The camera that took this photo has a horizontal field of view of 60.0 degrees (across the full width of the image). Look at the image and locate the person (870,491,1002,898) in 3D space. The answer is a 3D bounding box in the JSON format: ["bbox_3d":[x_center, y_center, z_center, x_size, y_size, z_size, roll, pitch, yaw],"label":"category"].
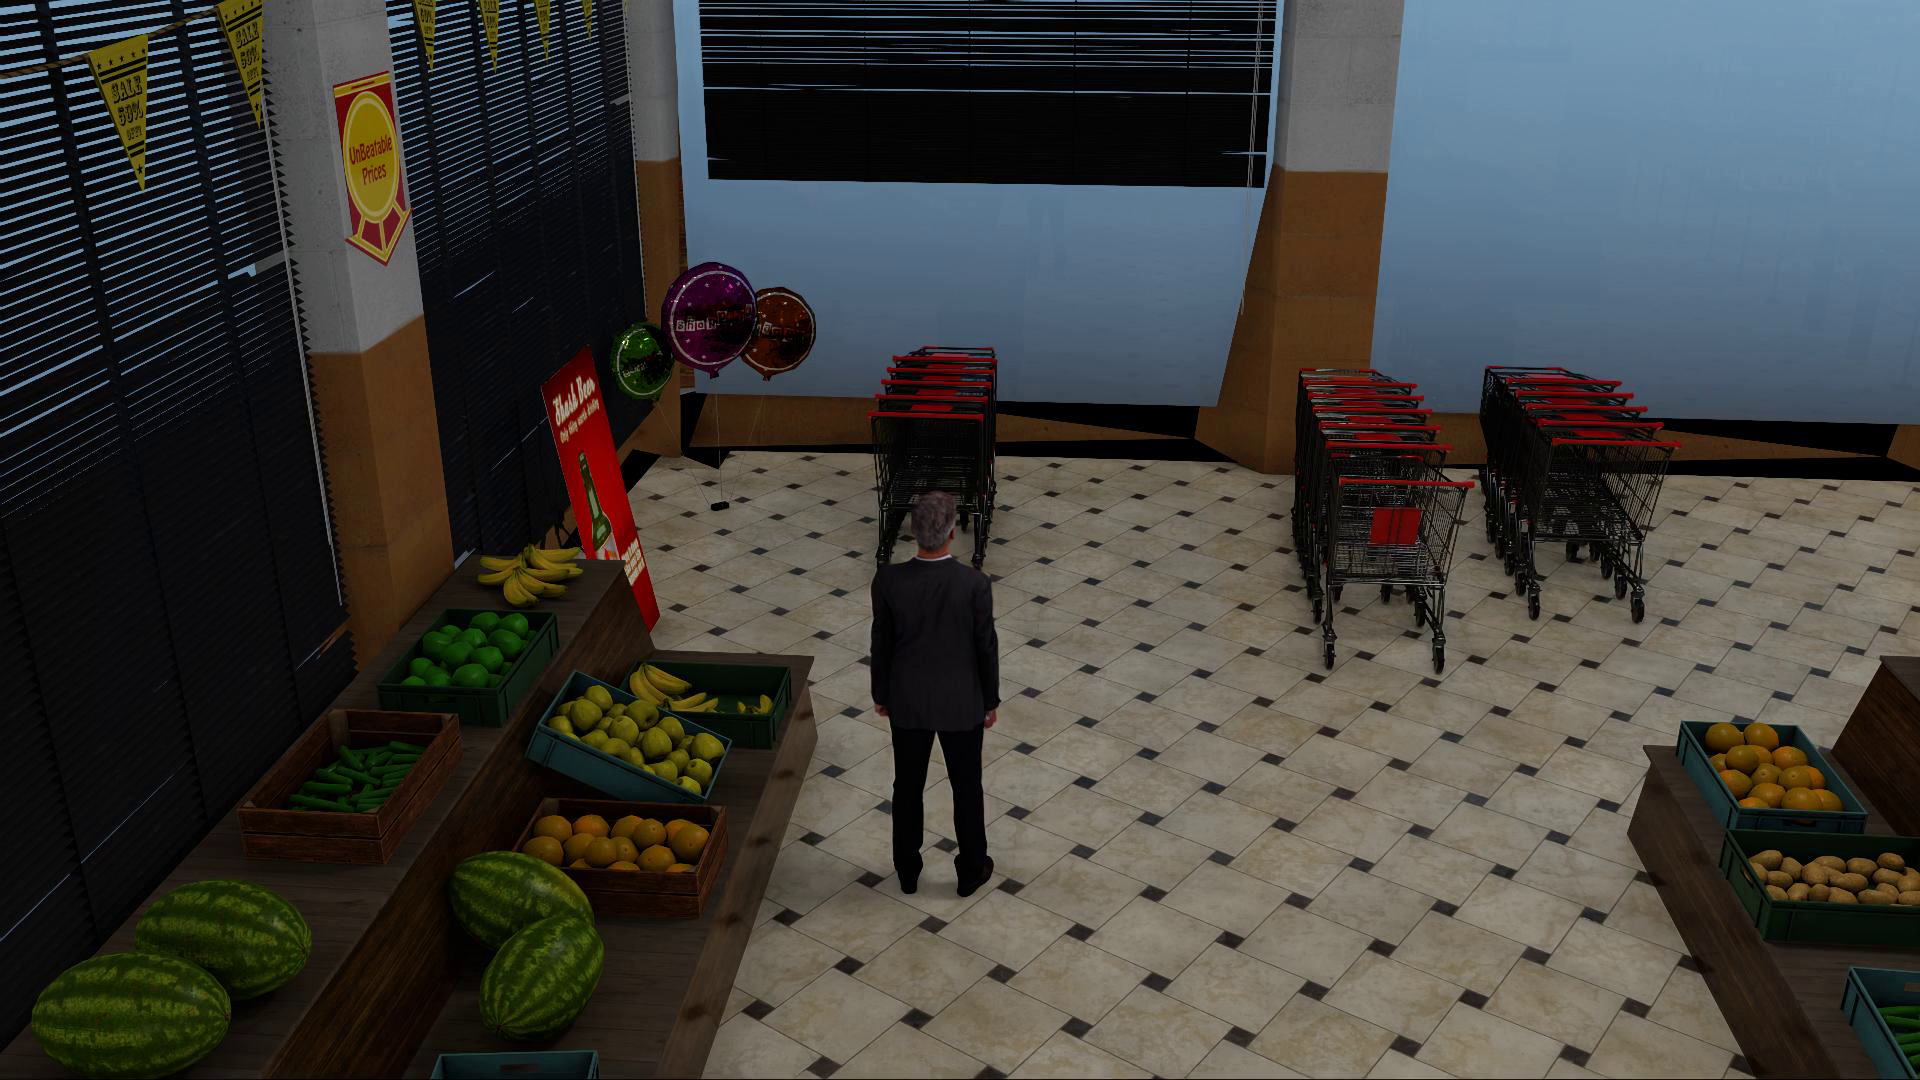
[{"bbox_3d":[-0.098,0.658,7.016,0.718,1.842,0.595,3,22,7],"label":"person"}]
